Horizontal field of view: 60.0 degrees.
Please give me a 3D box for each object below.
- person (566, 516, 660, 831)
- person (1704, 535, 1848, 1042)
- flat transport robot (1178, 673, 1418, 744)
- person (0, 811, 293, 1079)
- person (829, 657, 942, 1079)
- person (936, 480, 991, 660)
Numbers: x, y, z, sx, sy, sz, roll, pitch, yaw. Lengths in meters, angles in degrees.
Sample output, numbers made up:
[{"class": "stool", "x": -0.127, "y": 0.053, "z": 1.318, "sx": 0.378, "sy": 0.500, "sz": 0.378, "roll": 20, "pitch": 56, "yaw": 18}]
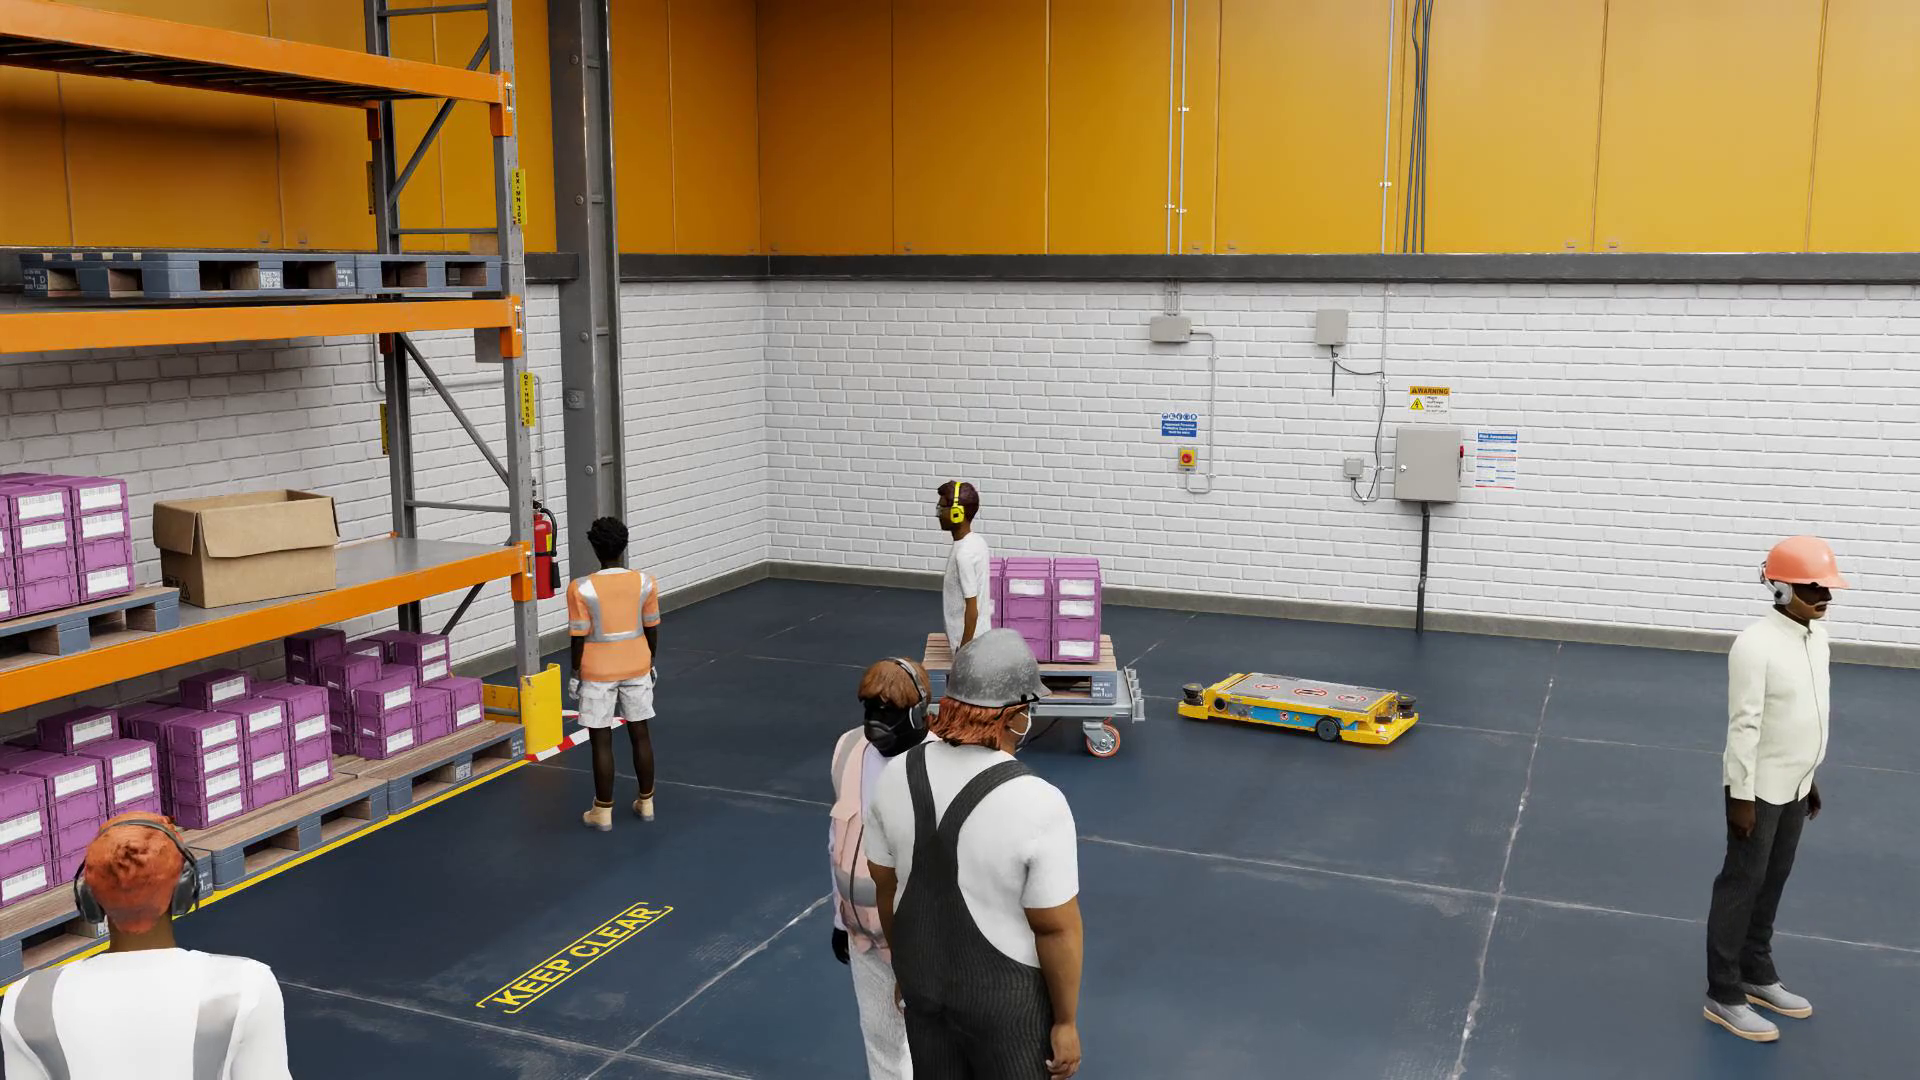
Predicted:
[{"class": "person", "x": -1.871, "y": 0.715, "z": 8.986, "sx": 0.542, "sy": 1.697, "sz": 0.316, "roll": -7, "pitch": 12, "yaw": -36}, {"class": "person", "x": 3.245, "y": 0.961, "z": 6.596, "sx": 0.612, "sy": 1.994, "sz": 0.395, "roll": -7, "pitch": 12, "yaw": -38}, {"class": "flat transport robot", "x": 2.236, "y": 1.092, "z": 11.019, "sx": 1.431, "sy": 0.197, "sz": 0.652, "roll": 6, "pitch": 11, "yaw": 31}, {"class": "person", "x": -1.724, "y": 1.506, "z": 3.631, "sx": 0.577, "sy": 1.884, "sz": 0.353, "roll": -2, "pitch": 10, "yaw": -11}, {"class": "person", "x": -0.176, "y": 1.262, "z": 5.309, "sx": 0.431, "sy": 1.833, "sz": 0.643, "roll": -9, "pitch": 13, "yaw": -43}, {"class": "person", "x": 0.017, "y": 0.603, "z": 9.163, "sx": 0.309, "sy": 1.863, "sz": 0.535, "roll": 1, "pitch": 9, "yaw": 4}]
